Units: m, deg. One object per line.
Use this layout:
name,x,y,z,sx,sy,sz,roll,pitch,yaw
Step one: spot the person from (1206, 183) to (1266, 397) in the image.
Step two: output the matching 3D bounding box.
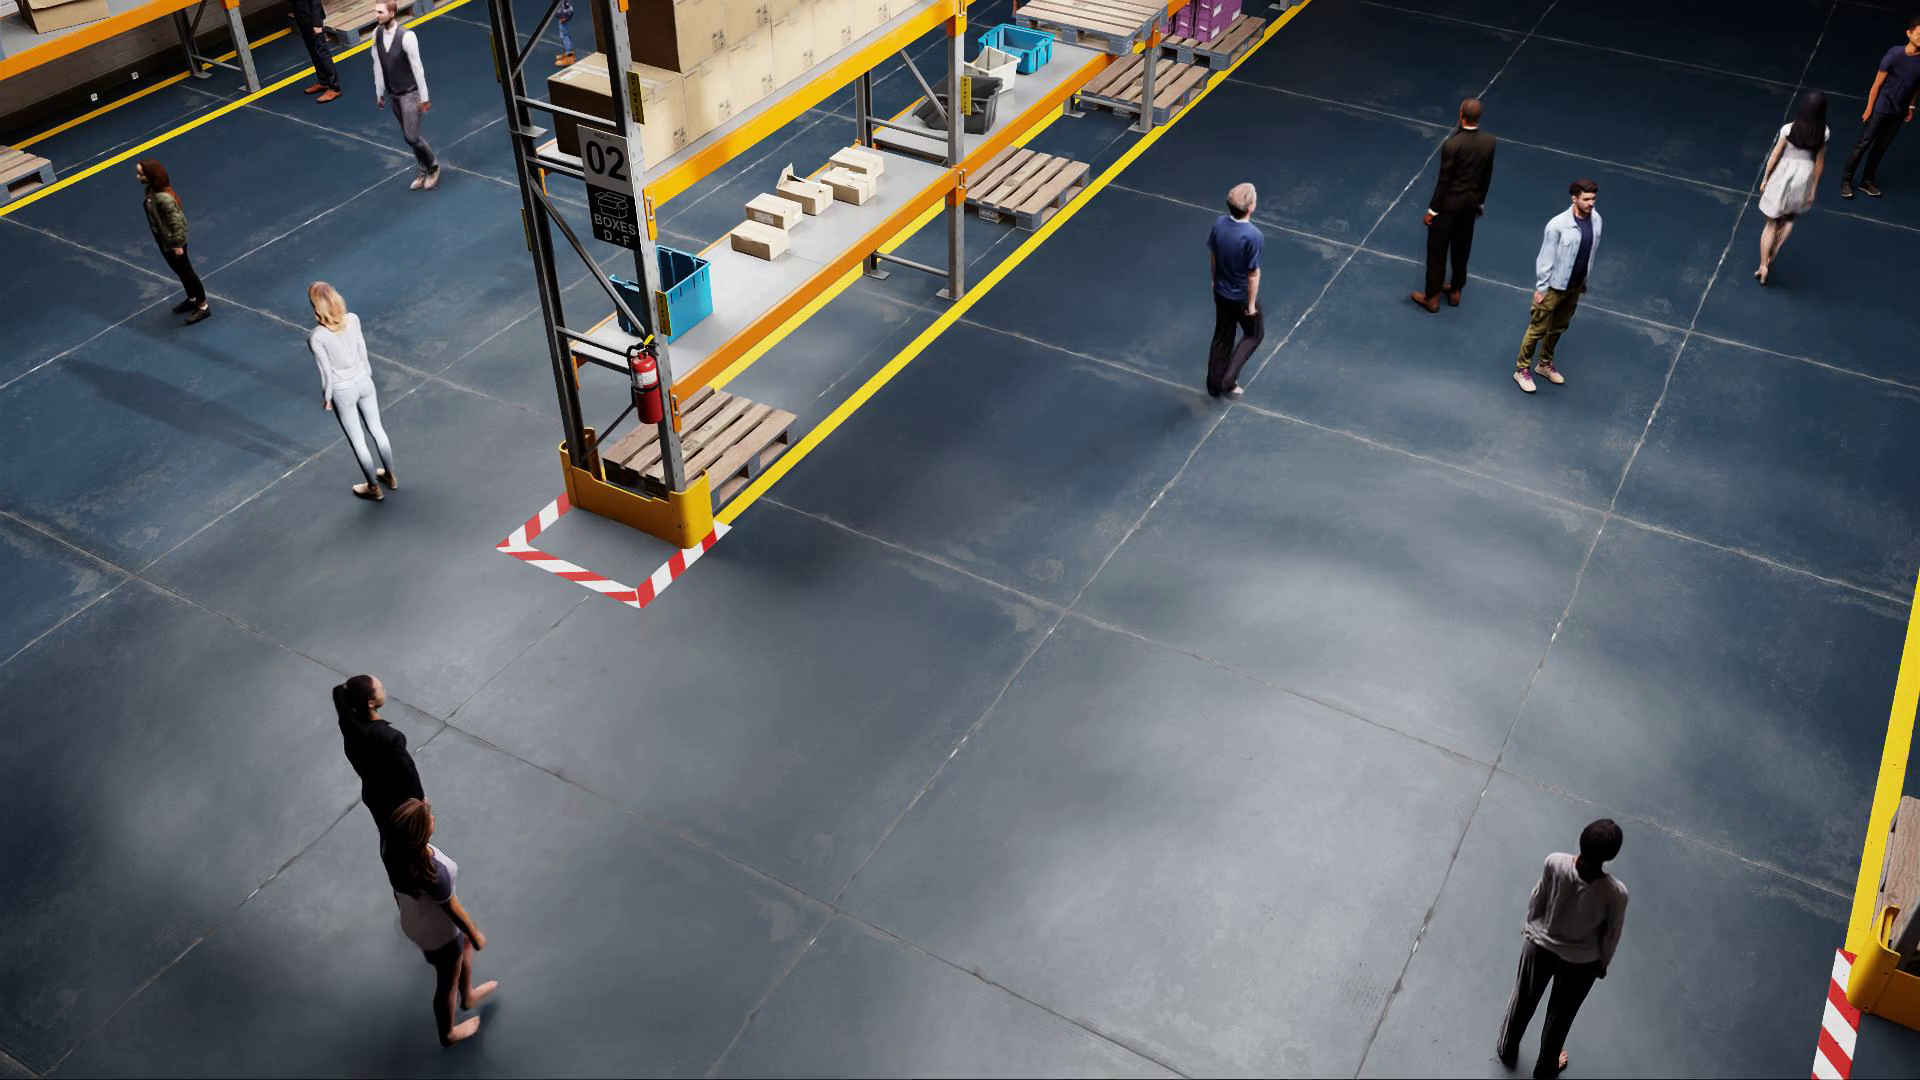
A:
person,2.111,-1.901,13.084,0.738,1.861,0.760,-29,47,-31

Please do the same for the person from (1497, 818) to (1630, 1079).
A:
person,2.984,2.024,8.239,0.626,1.773,0.573,27,46,30

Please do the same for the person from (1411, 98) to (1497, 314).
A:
person,4.252,-2.872,14.265,0.783,1.904,0.857,-12,40,-14

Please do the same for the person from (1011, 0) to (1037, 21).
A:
person,0.791,-6.994,19.556,0.635,1.743,0.618,5,39,6

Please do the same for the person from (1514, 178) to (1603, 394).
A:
person,4.806,-2.054,13.314,0.718,1.812,0.818,-15,41,-18

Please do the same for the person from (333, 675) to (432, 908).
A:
person,-3.096,1.393,9.080,0.585,1.710,0.480,17,42,20

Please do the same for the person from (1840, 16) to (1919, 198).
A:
person,8.922,-4.166,15.973,0.722,1.793,0.734,-3,39,-4

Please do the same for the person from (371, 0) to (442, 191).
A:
person,-5.307,-4.355,16.105,0.654,1.925,0.599,21,43,25

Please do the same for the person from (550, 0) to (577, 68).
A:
person,-4.453,-5.978,18.679,0.670,1.249,0.607,-7,39,-9

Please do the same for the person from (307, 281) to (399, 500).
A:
person,-4.442,-1.087,12.117,0.651,1.795,0.434,21,43,25

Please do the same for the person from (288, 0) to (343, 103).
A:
person,-6.973,-5.613,17.782,0.689,1.797,0.756,-29,47,-31

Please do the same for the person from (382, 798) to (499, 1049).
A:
person,-2.705,1.979,8.343,0.690,1.713,0.726,31,48,33

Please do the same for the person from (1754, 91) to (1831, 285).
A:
person,7.279,-3.045,14.596,0.722,1.761,0.790,11,40,14

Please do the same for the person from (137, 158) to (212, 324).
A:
person,-6.754,-2.580,14.242,0.595,1.475,0.638,-31,48,-33
